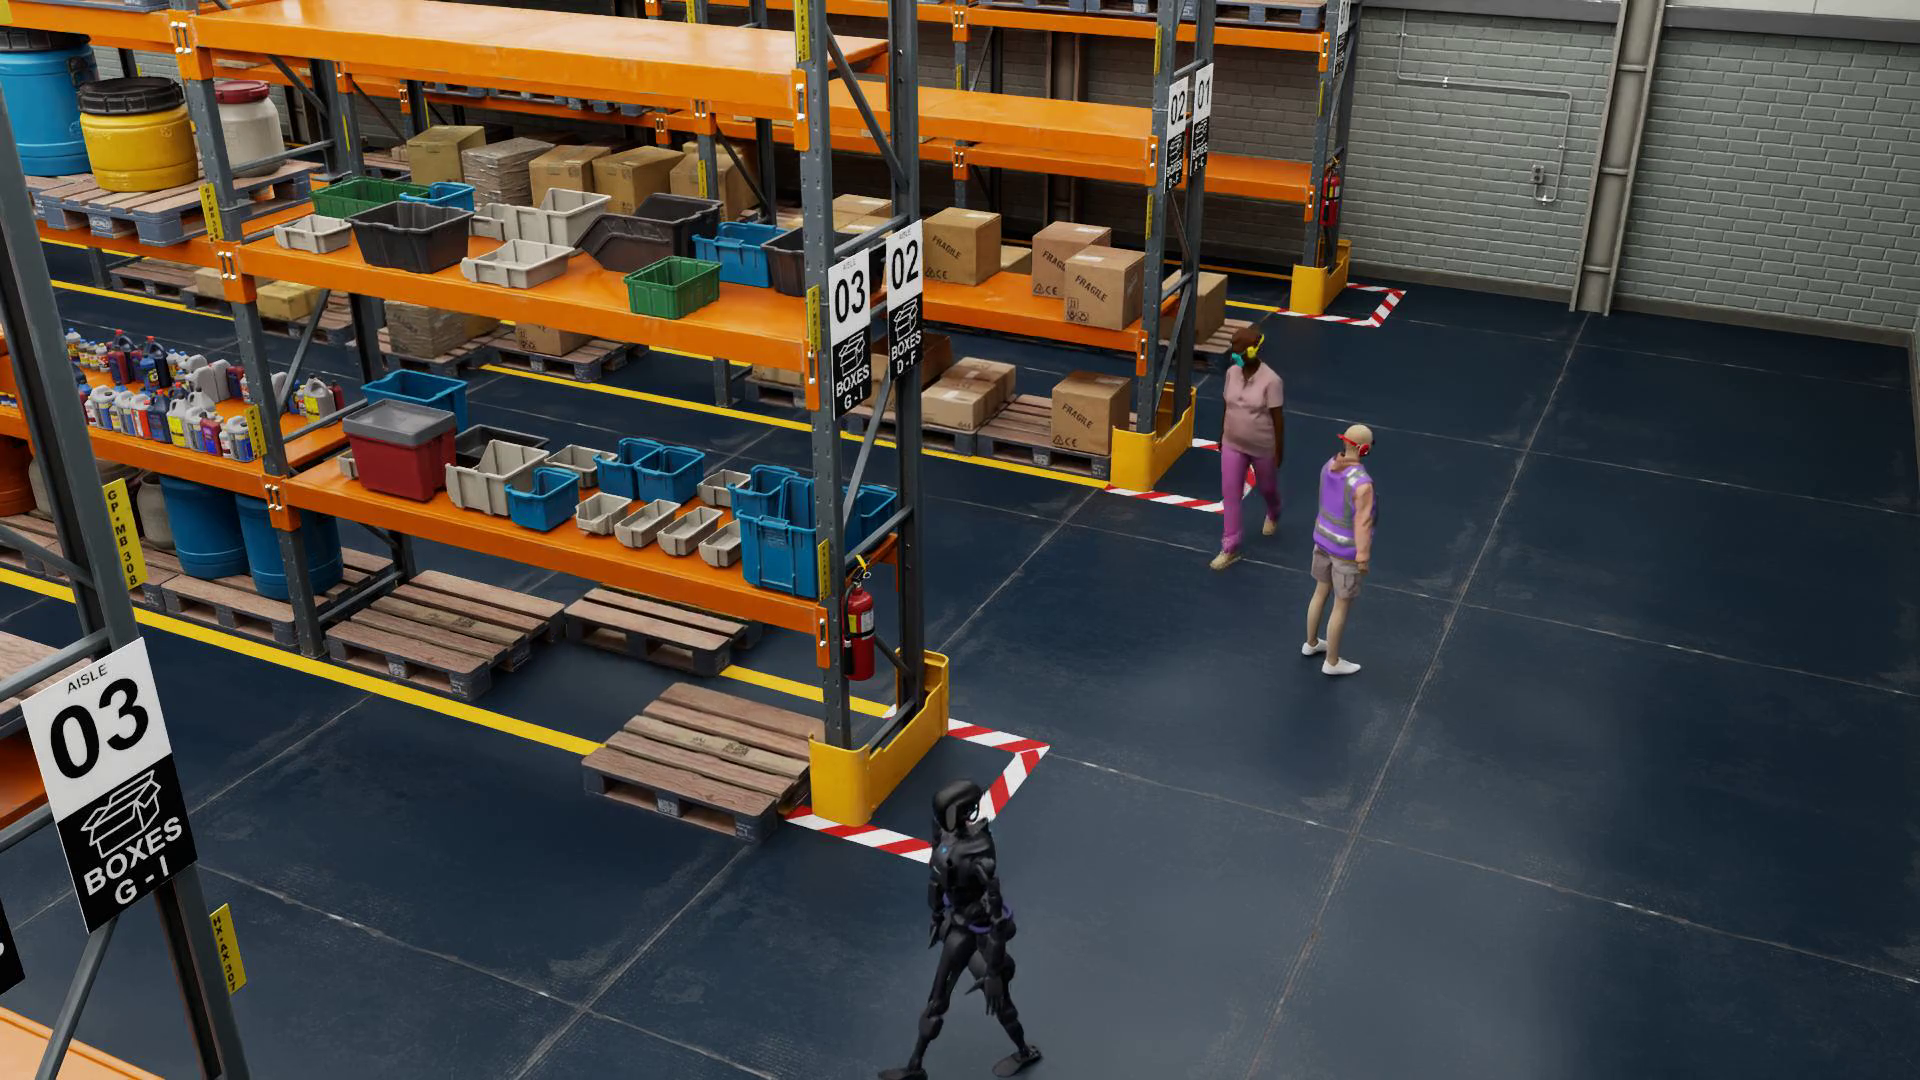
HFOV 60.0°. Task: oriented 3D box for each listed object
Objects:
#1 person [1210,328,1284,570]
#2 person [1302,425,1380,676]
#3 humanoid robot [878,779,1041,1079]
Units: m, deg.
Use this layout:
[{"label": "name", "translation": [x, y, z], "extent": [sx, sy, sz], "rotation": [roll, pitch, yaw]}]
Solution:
[{"label": "person", "translation": [2.152, -0.715, 12.090], "extent": [0.532, 1.751, 0.901], "rotation": [17, 31, 31]}, {"label": "person", "translation": [2.429, 0.059, 10.586], "extent": [0.346, 1.688, 0.489], "rotation": [-10, 28, -20]}, {"label": "humanoid robot", "translation": [0.029, 1.740, 7.235], "extent": [0.762, 1.623, 0.596], "rotation": [-16, 30, -29]}]
